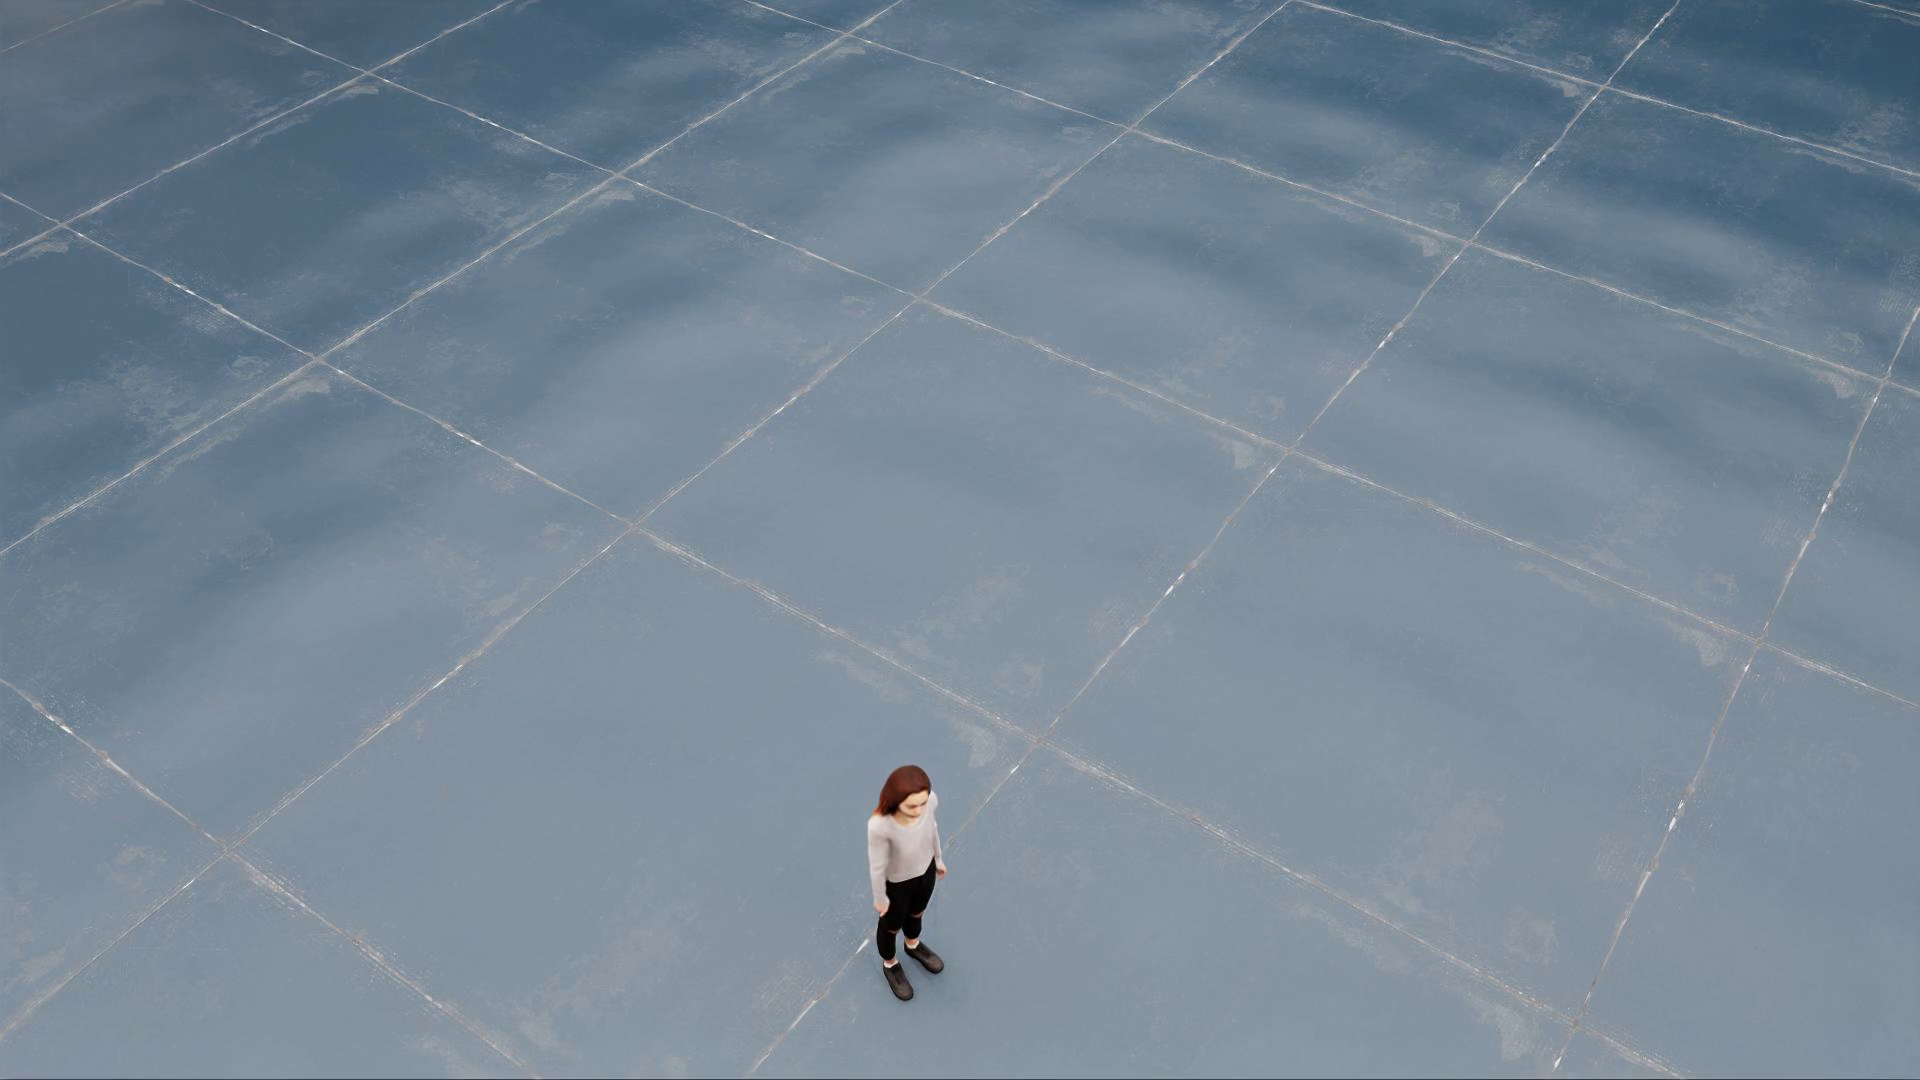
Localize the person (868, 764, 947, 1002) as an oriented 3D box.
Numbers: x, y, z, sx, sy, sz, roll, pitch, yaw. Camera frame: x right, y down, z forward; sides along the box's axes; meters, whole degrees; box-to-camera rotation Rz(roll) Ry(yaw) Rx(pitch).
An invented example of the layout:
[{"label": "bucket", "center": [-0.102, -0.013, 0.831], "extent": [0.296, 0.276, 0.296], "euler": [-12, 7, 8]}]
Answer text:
[{"label": "person", "center": [-0.252, 1.505, 7.518], "extent": [0.582, 1.484, 0.550], "euler": [-32, 52, -29]}]
